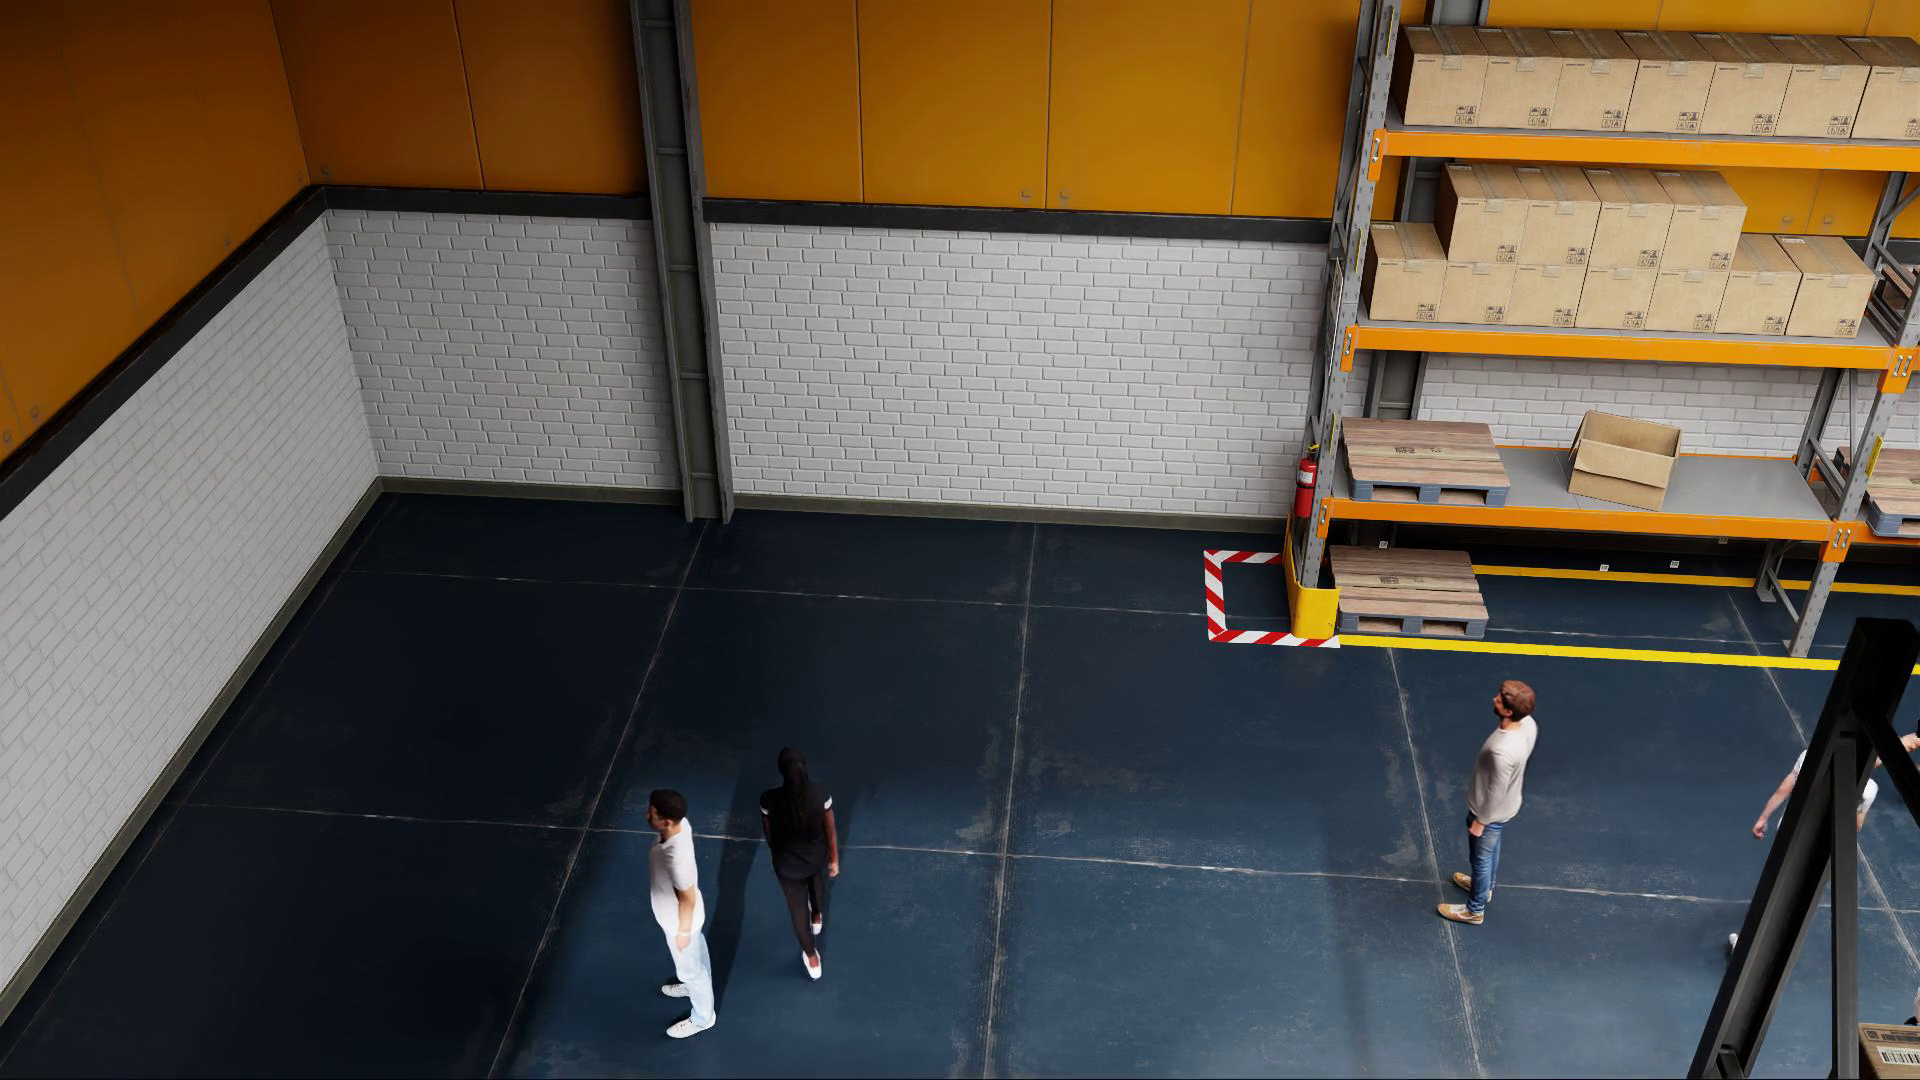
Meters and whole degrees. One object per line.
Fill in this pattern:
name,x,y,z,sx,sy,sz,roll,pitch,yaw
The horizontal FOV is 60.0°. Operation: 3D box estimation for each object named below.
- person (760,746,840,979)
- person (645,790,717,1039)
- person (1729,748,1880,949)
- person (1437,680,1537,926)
person,-0.980,2.055,10.357,0.891,1.711,0.849,-10,35,-14
person,-1.675,2.211,9.984,0.658,1.865,0.729,-6,34,-9
person,5.273,1.921,10.477,1.172,1.803,1.035,-23,40,-31
person,3.445,1.692,10.731,0.738,1.903,0.758,19,38,26
